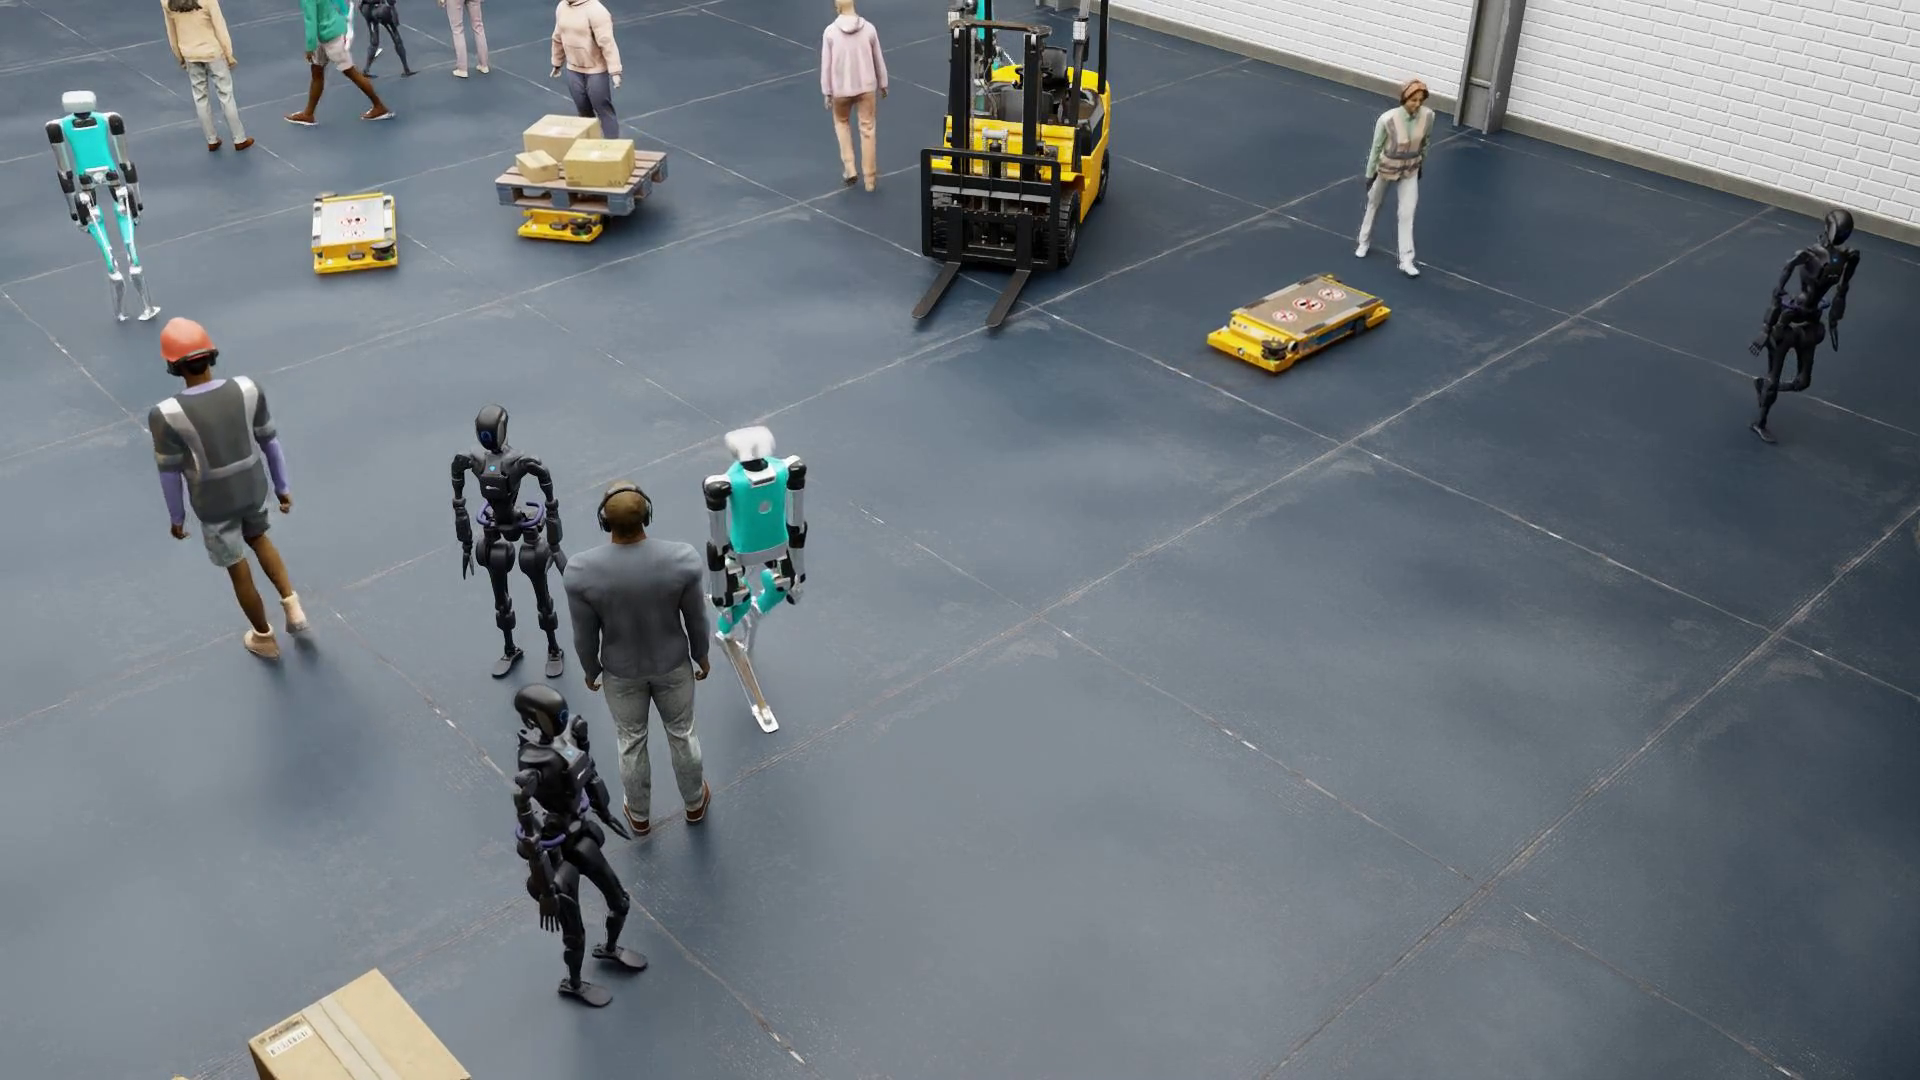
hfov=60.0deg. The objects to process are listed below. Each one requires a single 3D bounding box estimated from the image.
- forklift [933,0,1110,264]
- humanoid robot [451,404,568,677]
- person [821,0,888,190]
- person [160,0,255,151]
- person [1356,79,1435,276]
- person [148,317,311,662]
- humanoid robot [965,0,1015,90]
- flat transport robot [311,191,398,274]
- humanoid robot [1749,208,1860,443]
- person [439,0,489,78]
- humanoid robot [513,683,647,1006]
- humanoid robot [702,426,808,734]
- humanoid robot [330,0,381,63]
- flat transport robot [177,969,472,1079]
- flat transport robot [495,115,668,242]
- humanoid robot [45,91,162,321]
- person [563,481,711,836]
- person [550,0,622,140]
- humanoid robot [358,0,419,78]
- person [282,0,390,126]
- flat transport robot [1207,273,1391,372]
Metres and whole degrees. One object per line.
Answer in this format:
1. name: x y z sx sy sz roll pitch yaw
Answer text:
1. forklift: 0.570 -3.725 14.138 1.214 2.155 2.313 9 34 13
2. humanoid robot: -2.370 0.016 8.842 0.599 1.659 0.315 2 33 3
3. person: -0.950 -4.067 15.054 0.591 1.760 0.524 -3 33 -4
4. person: -7.192 -4.620 15.802 0.553 1.873 0.403 0 33 0
5. person: 3.549 -2.977 13.540 0.535 1.584 0.729 -6 33 -8
6. person: -3.940 -0.238 8.934 0.430 2.029 0.621 24 40 32
7. humanoid robot: 0.402 -4.436 15.633 0.791 1.754 0.556 7 34 11
8. flat transport robot: -5.189 -2.663 14.266 0.659 0.231 1.431 -9 34 -14
9. humanoid robot: 5.580 -1.485 11.162 0.608 1.641 0.506 -6 34 -9
10. person: -5.344 -5.861 17.817 0.529 1.760 0.332 -26 41 -34
11. humanoid robot: -1.617 1.277 6.908 0.350 1.650 0.593 10 34 14
12. humanoid robot: -1.157 0.122 8.701 0.538 1.836 0.854 -18 37 -25
13. humanoid robot: -6.714 -6.112 18.236 0.568 1.773 0.892 4 33 7
14. flat transport robot: -2.421 2.615 6.155 0.659 0.231 1.431 -28 42 -36
15. flat transport robot: -3.326 -3.018 14.812 0.659 0.231 1.431 7 34 11
16. humanoid robot: -6.426 -2.459 12.592 0.548 1.769 0.681 -19 37 -26
17. person: -1.468 0.566 7.773 0.630 1.940 0.371 -7 34 -11
18. person: -3.459 -4.400 15.486 0.818 1.854 0.434 17 37 24
19. humanoid robot: -6.242 -5.756 17.768 0.593 1.641 0.592 25 40 33
20. person: -6.298 -4.973 16.443 1.054 1.761 0.503 -11 35 -16
21. flat transport robot: 2.620 -1.681 12.757 1.431 0.231 0.659 -26 41 -34
